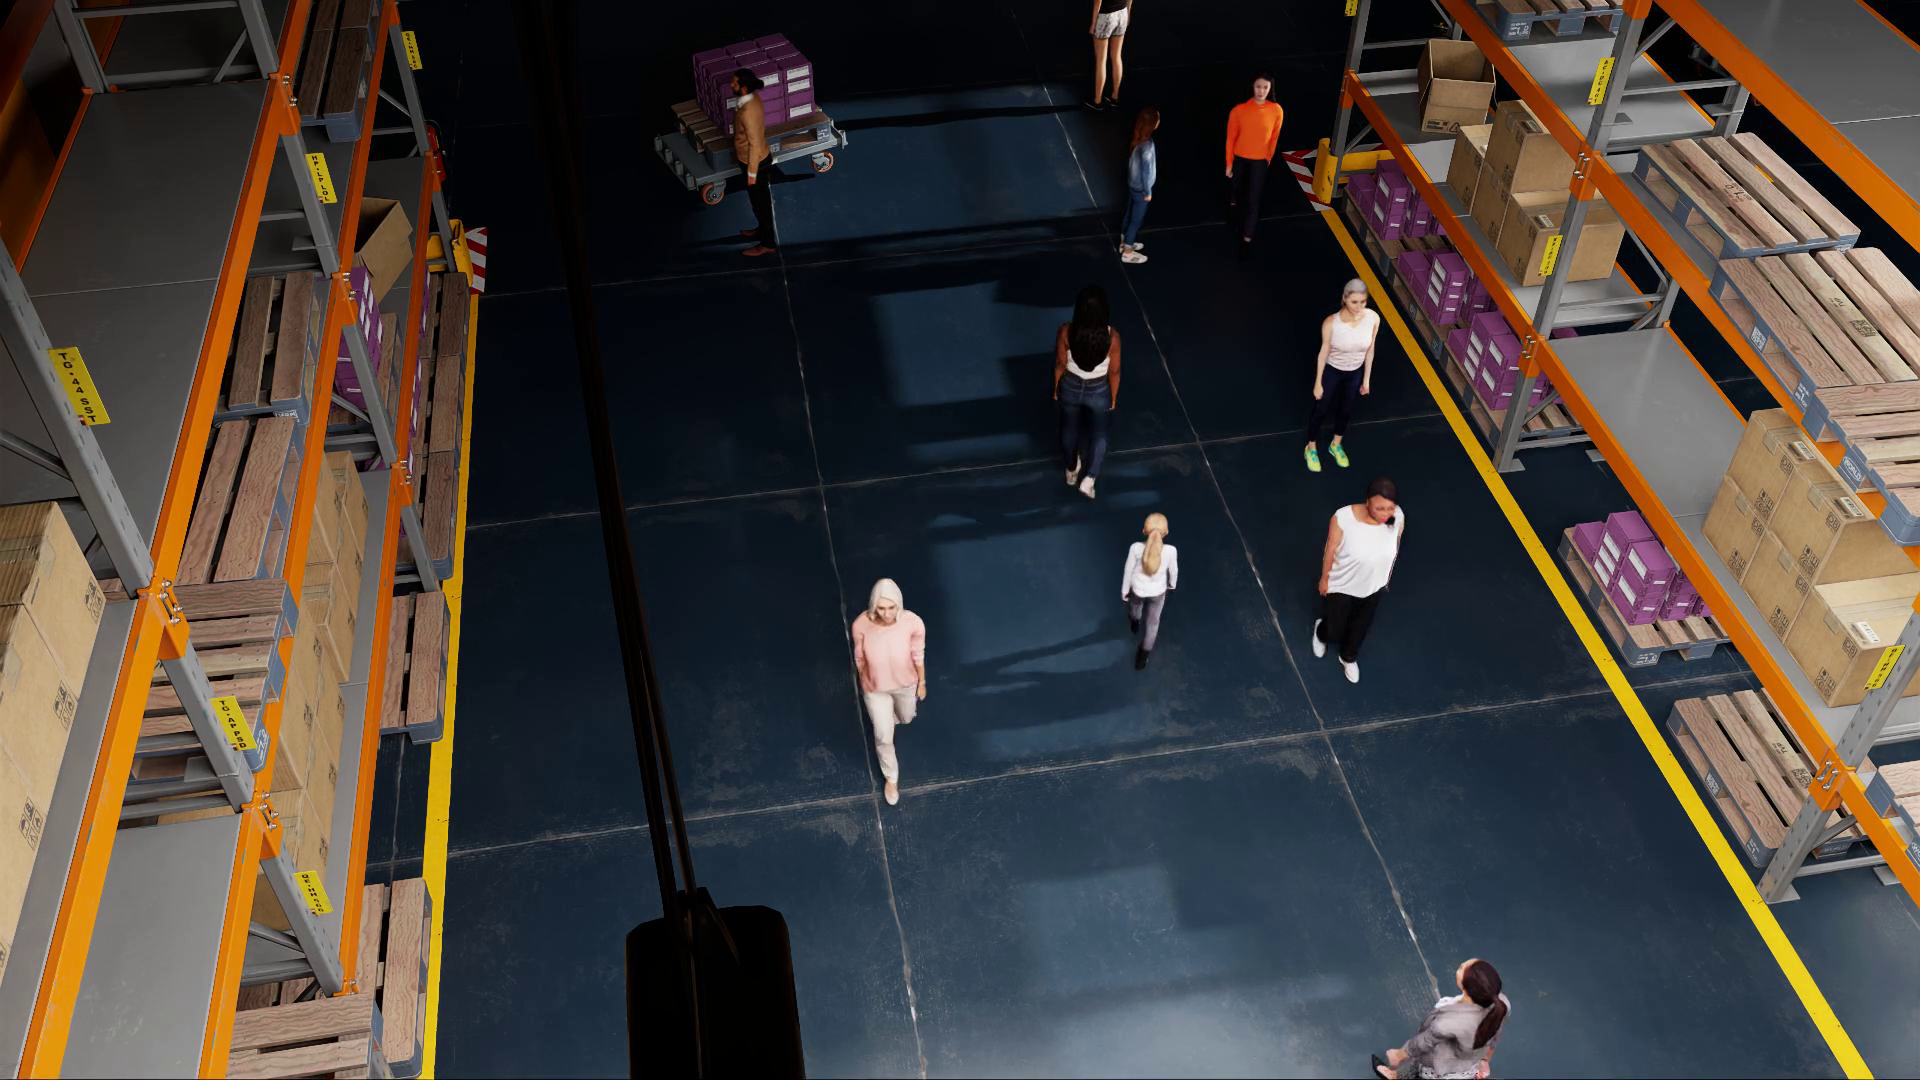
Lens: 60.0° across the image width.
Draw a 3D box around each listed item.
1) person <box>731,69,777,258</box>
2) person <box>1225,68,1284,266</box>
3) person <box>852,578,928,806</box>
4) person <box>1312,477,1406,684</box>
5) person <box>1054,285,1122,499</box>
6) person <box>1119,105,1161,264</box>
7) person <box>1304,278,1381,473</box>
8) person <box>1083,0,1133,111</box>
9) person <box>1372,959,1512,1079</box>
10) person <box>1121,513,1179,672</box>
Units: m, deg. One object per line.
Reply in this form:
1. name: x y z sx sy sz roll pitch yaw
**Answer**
1. person: -1.798 -3.314 14.543 0.717 1.754 0.535 -4 44 -4
2. person: 2.529 -3.373 14.636 0.858 1.711 1.171 5 44 6
3. person: -0.424 0.808 10.253 0.655 1.704 1.020 -3 44 -3
4. person: 2.589 0.209 10.899 0.660 1.679 0.665 -7 44 -8
5. person: 0.903 -1.020 12.107 0.827 1.792 0.984 8 44 8
6. person: 1.556 -3.108 14.531 0.619 1.472 0.432 -4 44 -4
7. person: 2.835 -1.245 12.410 0.588 1.701 0.519 -8 44 -8
8. person: 1.496 -5.141 16.397 0.672 1.843 0.649 -21 48 -21
9. person: 2.476 2.719 8.306 0.880 1.623 1.193 -22 48 -21
10. person: 1.244 0.374 11.029 0.668 1.262 0.846 7 44 7
